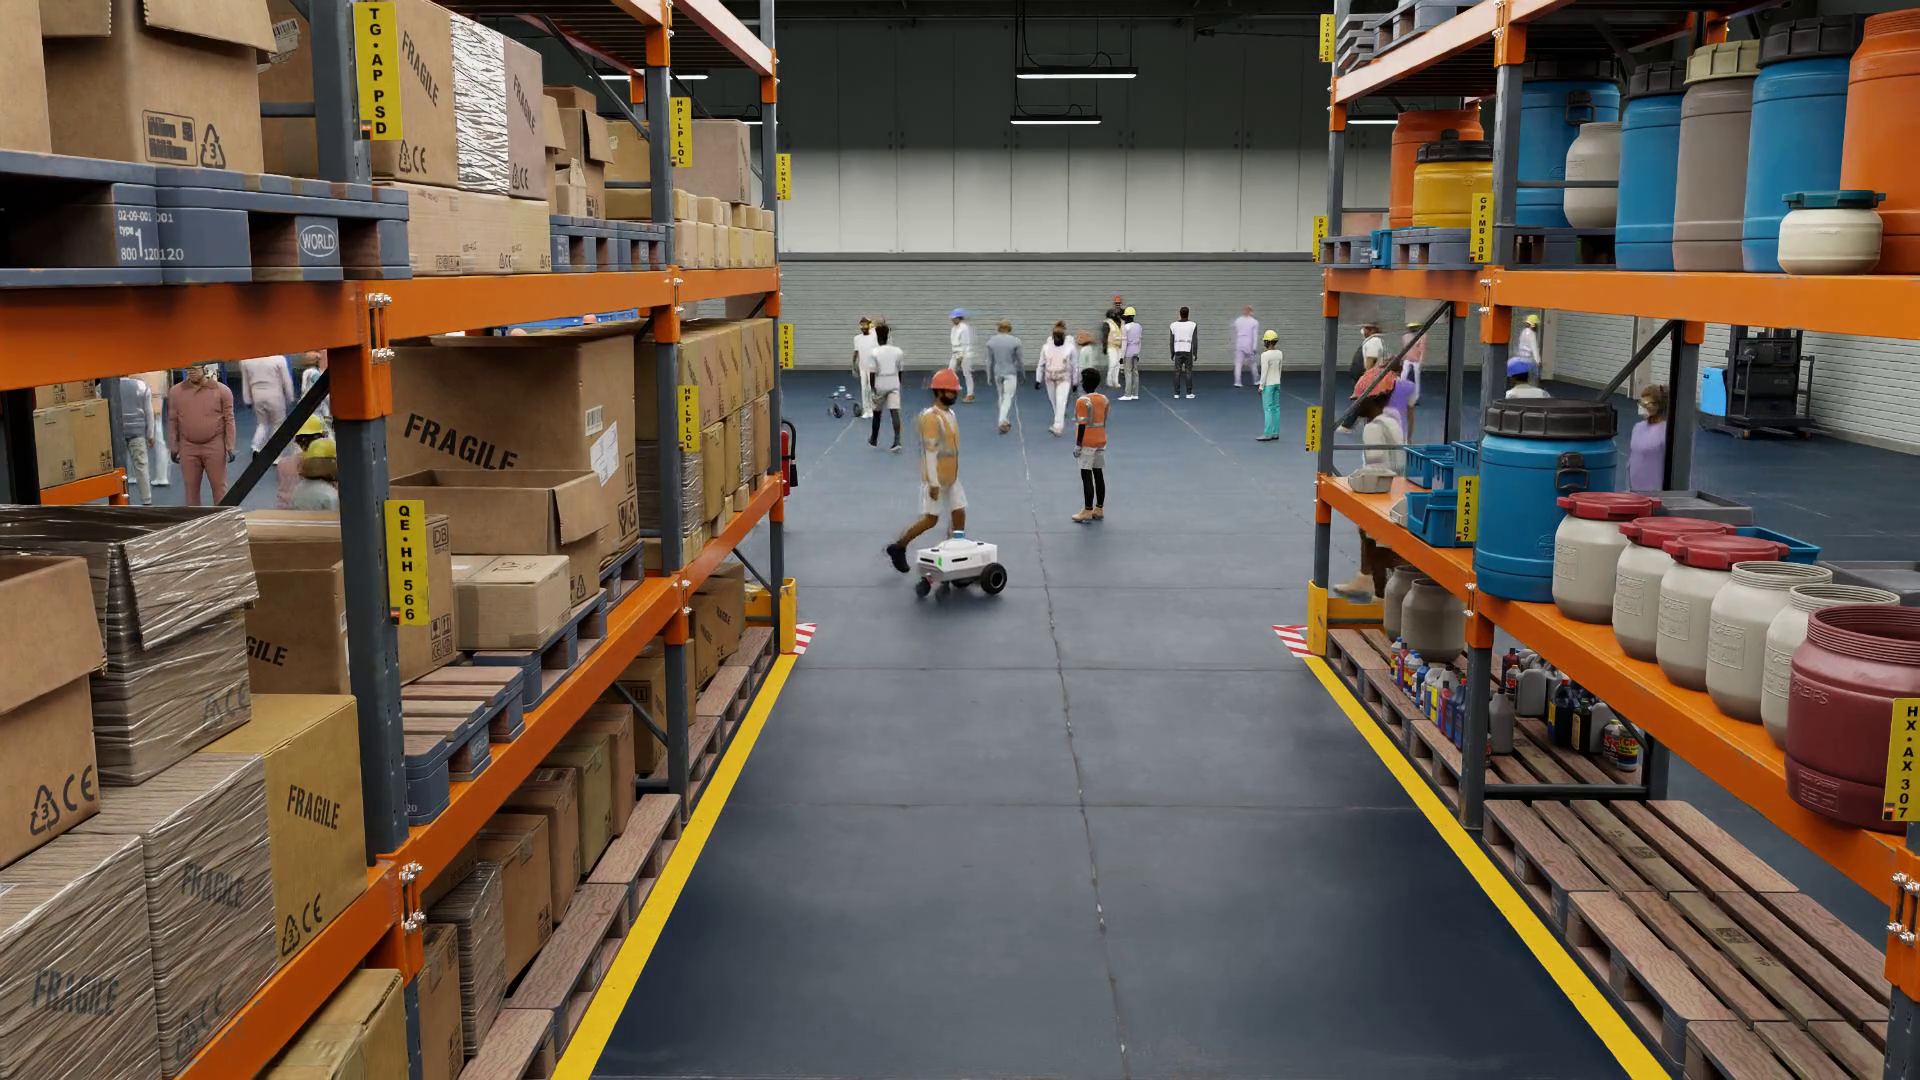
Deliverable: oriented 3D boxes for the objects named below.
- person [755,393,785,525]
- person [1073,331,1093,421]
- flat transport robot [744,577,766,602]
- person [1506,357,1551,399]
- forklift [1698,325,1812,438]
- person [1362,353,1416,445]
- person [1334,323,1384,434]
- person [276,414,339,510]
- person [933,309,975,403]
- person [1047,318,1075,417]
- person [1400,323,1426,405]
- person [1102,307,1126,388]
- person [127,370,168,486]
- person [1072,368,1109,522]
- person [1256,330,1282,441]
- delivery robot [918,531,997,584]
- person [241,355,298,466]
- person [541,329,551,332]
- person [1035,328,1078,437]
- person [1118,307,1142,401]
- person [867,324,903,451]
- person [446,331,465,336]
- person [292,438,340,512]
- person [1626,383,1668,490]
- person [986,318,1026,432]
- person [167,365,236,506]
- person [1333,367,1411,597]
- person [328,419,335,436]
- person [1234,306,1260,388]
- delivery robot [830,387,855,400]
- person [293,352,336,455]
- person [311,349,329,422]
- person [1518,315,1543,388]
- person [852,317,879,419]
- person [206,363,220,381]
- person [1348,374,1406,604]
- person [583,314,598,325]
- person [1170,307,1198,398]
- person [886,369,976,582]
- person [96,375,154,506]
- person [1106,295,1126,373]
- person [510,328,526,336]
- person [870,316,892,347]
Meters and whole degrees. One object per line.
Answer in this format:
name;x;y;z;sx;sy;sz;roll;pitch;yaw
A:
person;-2.160;-1.054;17.957;0.520;1.850;0.791;-9;13;-43
person;2.281;-2.946;29.934;0.415;1.617;0.506;4;10;25
flat transport robot;-2.165;0.513;13.389;1.431;0.197;0.652;-9;13;-42
person;5.792;-0.888;16.794;0.633;1.904;0.888;-3;10;-15
forklift;13.248;-3.165;27.620;1.129;2.768;1.873;0;9;1
person;4.991;-1.262;19.324;0.570;1.811;0.935;0;9;0
person;6.786;-2.742;27.596;1.002;2.000;0.688;1;10;8
person;-4.737;-0.059;12.217;0.525;1.769;0.327;-1;10;-6
person;-0.087;-3.738;33.823;0.954;1.899;0.625;-6;11;-33
person;1.859;-3.150;30.536;0.525;1.827;0.401;1;10;6
person;9.012;-3.549;33.212;0.530;1.741;0.739;8;12;40
person;3.581;-4.401;38.060;0.628;1.828;0.453;-6;11;-33
person;-10.496;-1.636;21.285;0.895;1.886;0.606;4;10;23
person;1.439;-1.057;18.405;0.316;1.696;0.540;7;12;36
person;4.977;-2.483;26.740;0.308;1.769;0.525;9;13;43
delivery robot;-0.021;0.163;14.355;0.707;0.478;0.477;-8;13;-41
person;-9.692;-1.977;23.347;0.668;1.883;0.490;1;10;7
person;-5.995;-2.112;24.161;0.353;1.886;0.573;-6;11;-30
person;1.577;-2.588;27.313;0.641;1.779;1.004;4;10;24
person;3.519;-3.854;34.471;0.362;1.928;0.587;9;13;43
person;-1.133;-2.316;25.314;0.605;1.921;1.019;-4;10;-22
person;-9.438;-3.359;31.504;0.543;1.928;0.373;-4;10;-22
person;-4.210;0.162;11.154;0.483;1.684;0.900;5;11;30
person;5.541;-0.296;13.204;0.914;1.912;0.635;0;9;-3
person;0.761;-2.784;28.096;0.634;1.914;0.830;5;11;27
person;-7.864;-0.969;17.253;0.652;1.906;0.402;-2;10;-11
person;3.618;-0.458;13.967;0.838;2.000;0.624;3;10;17
person;-10.034;-2.494;27.157;0.861;1.648;0.536;-4;10;-23
person;6.623;-4.446;38.233;0.643;1.857;0.988;7;12;36
delivery robot;-2.190;-2.744;30.992;0.335;0.223;0.698;-5;11;-29
person;-9.078;-1.856;23.514;0.882;1.578;0.535;-6;11;-31
person;-11.343;-3.135;29.962;0.617;1.995;0.389;-3;10;-18
person;11.539;-3.616;33.442;0.872;1.792;0.605;1;10;7
person;-1.717;-3.144;30.442;0.550;1.850;0.507;2;10;13
person;-13.385;-3.008;29.611;0.314;1.862;0.515;1;10;9
person;3.418;-0.301;13.062;0.821;1.986;0.622;5;11;27
person;-6.642;-3.105;29.950;0.552;1.936;0.358;4;10;22
person;4.724;-3.960;35.133;0.593;1.920;0.391;3;10;18
person;-0.223;-0.589;14.974;0.875;1.914;0.550;5;11;28
person;-9.512;-1.218;18.963;0.608;1.830;0.403;-6;11;-34
person;4.095;-5.349;43.218;0.620;1.996;0.372;3;10;15
person;-6.093;-1.967;23.132;0.378;1.936;0.548;4;10;21
person;-1.783;-4.219;37.512;0.514;1.642;0.310;0;9;3
